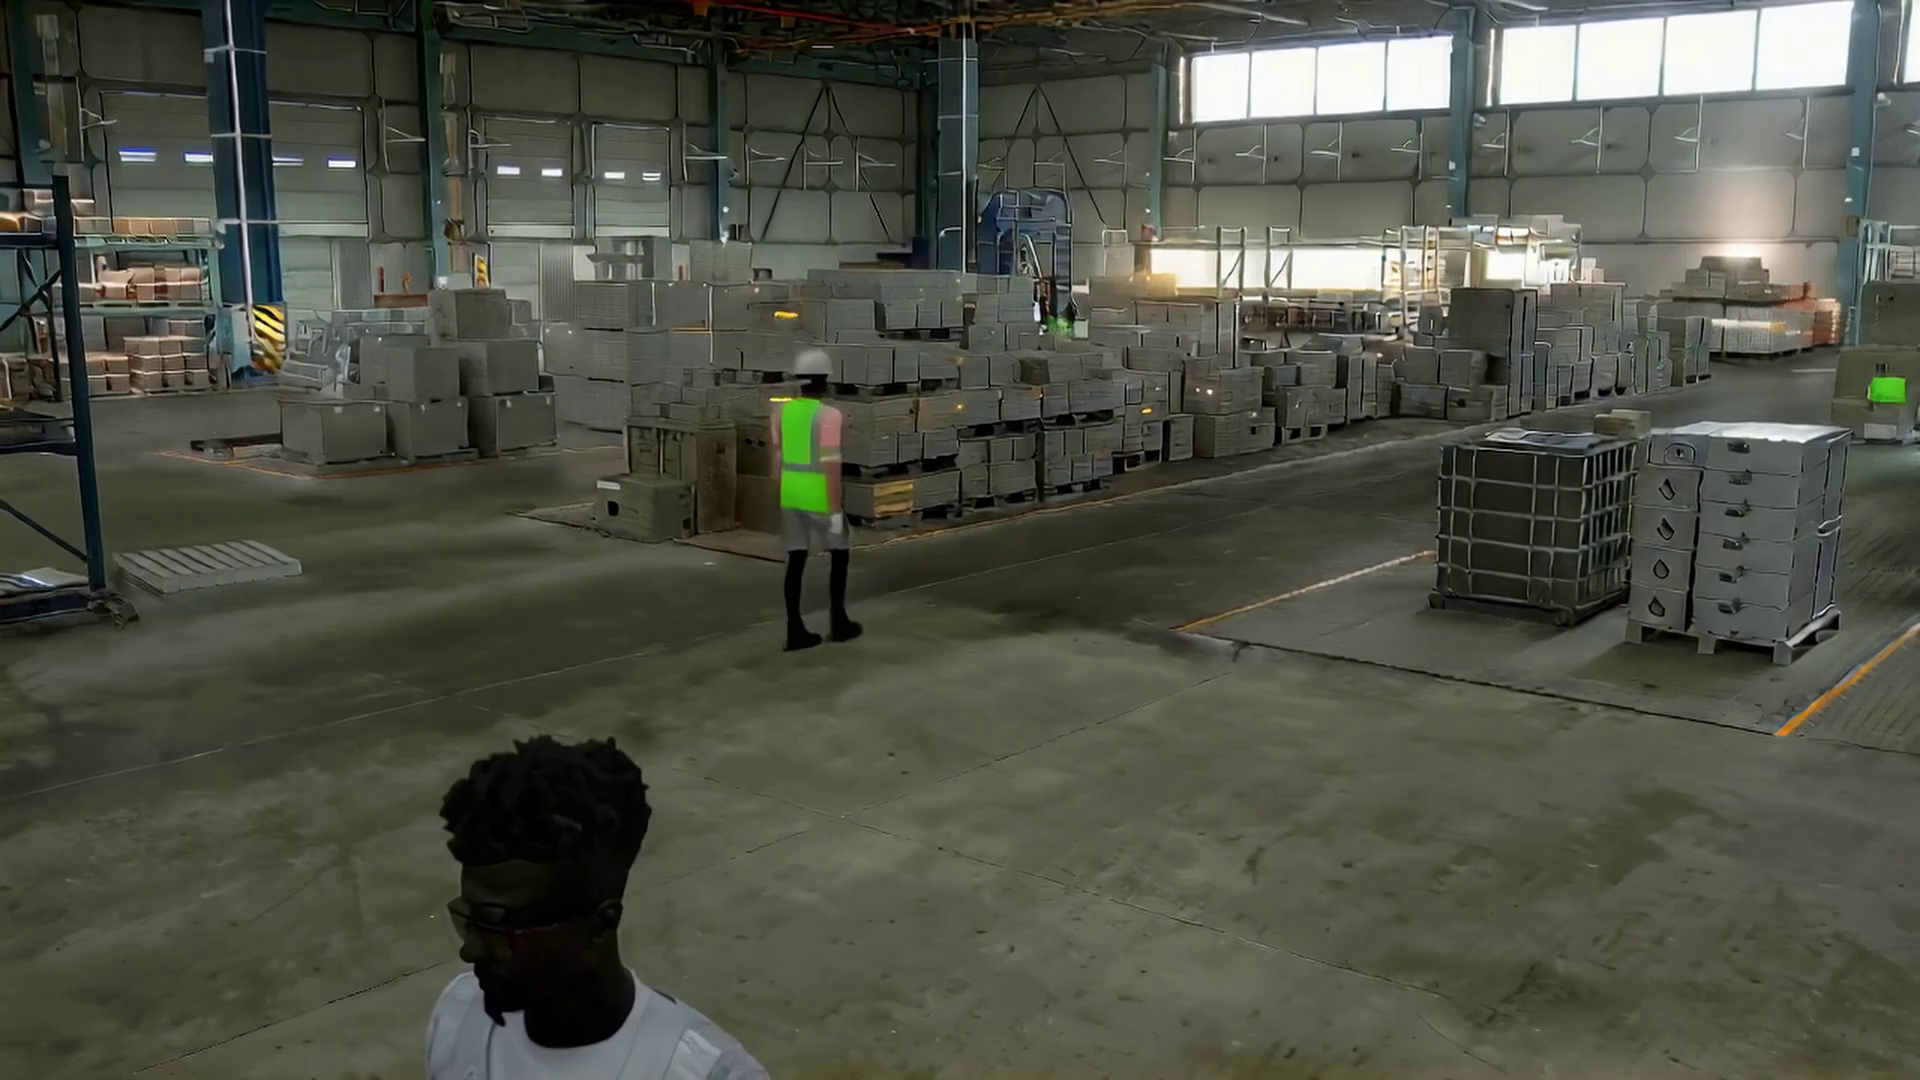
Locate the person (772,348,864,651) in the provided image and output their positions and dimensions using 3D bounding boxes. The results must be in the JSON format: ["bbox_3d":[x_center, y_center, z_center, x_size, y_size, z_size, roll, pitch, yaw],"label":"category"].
[{"bbox_3d":[-0.893,-0.269,10.673,0.584,1.909,0.759,7,12,34],"label":"person"}]

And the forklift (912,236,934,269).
[{"bbox_3d":[-0.887,-5.765,39.218,1.873,2.768,1.129,1,10,6],"label":"forklift"}]

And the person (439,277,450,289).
[{"bbox_3d":[-11.954,-5.181,38.720,0.550,1.896,0.859,-2,10,-12],"label":"person"}]

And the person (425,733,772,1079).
[{"bbox_3d":[-0.481,1.200,2.158,0.612,1.965,0.362,6,12,32],"label":"person"}]

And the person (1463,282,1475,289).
[{"bbox_3d":[9.510,-3.850,31.047,0.398,1.920,0.590,2,10,10],"label":"person"}]

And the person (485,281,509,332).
[{"bbox_3d":[-8.978,-4.014,31.981,0.640,1.918,0.619,-4,11,-22],"label":"person"}]

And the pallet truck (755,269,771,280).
[{"bbox_3d":[-4.996,-6.432,45.525,1.885,1.965,0.823,-6,12,-32],"label":"pallet truck"}]

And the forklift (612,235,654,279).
[{"bbox_3d":[-7.300,-5.450,37.421,1.873,2.768,1.129,8,13,40],"label":"forklift"}]

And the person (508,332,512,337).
[{"bbox_3d":[-10.796,-5.062,38.898,0.929,1.582,0.519,-2,10,-12],"label":"person"}]
